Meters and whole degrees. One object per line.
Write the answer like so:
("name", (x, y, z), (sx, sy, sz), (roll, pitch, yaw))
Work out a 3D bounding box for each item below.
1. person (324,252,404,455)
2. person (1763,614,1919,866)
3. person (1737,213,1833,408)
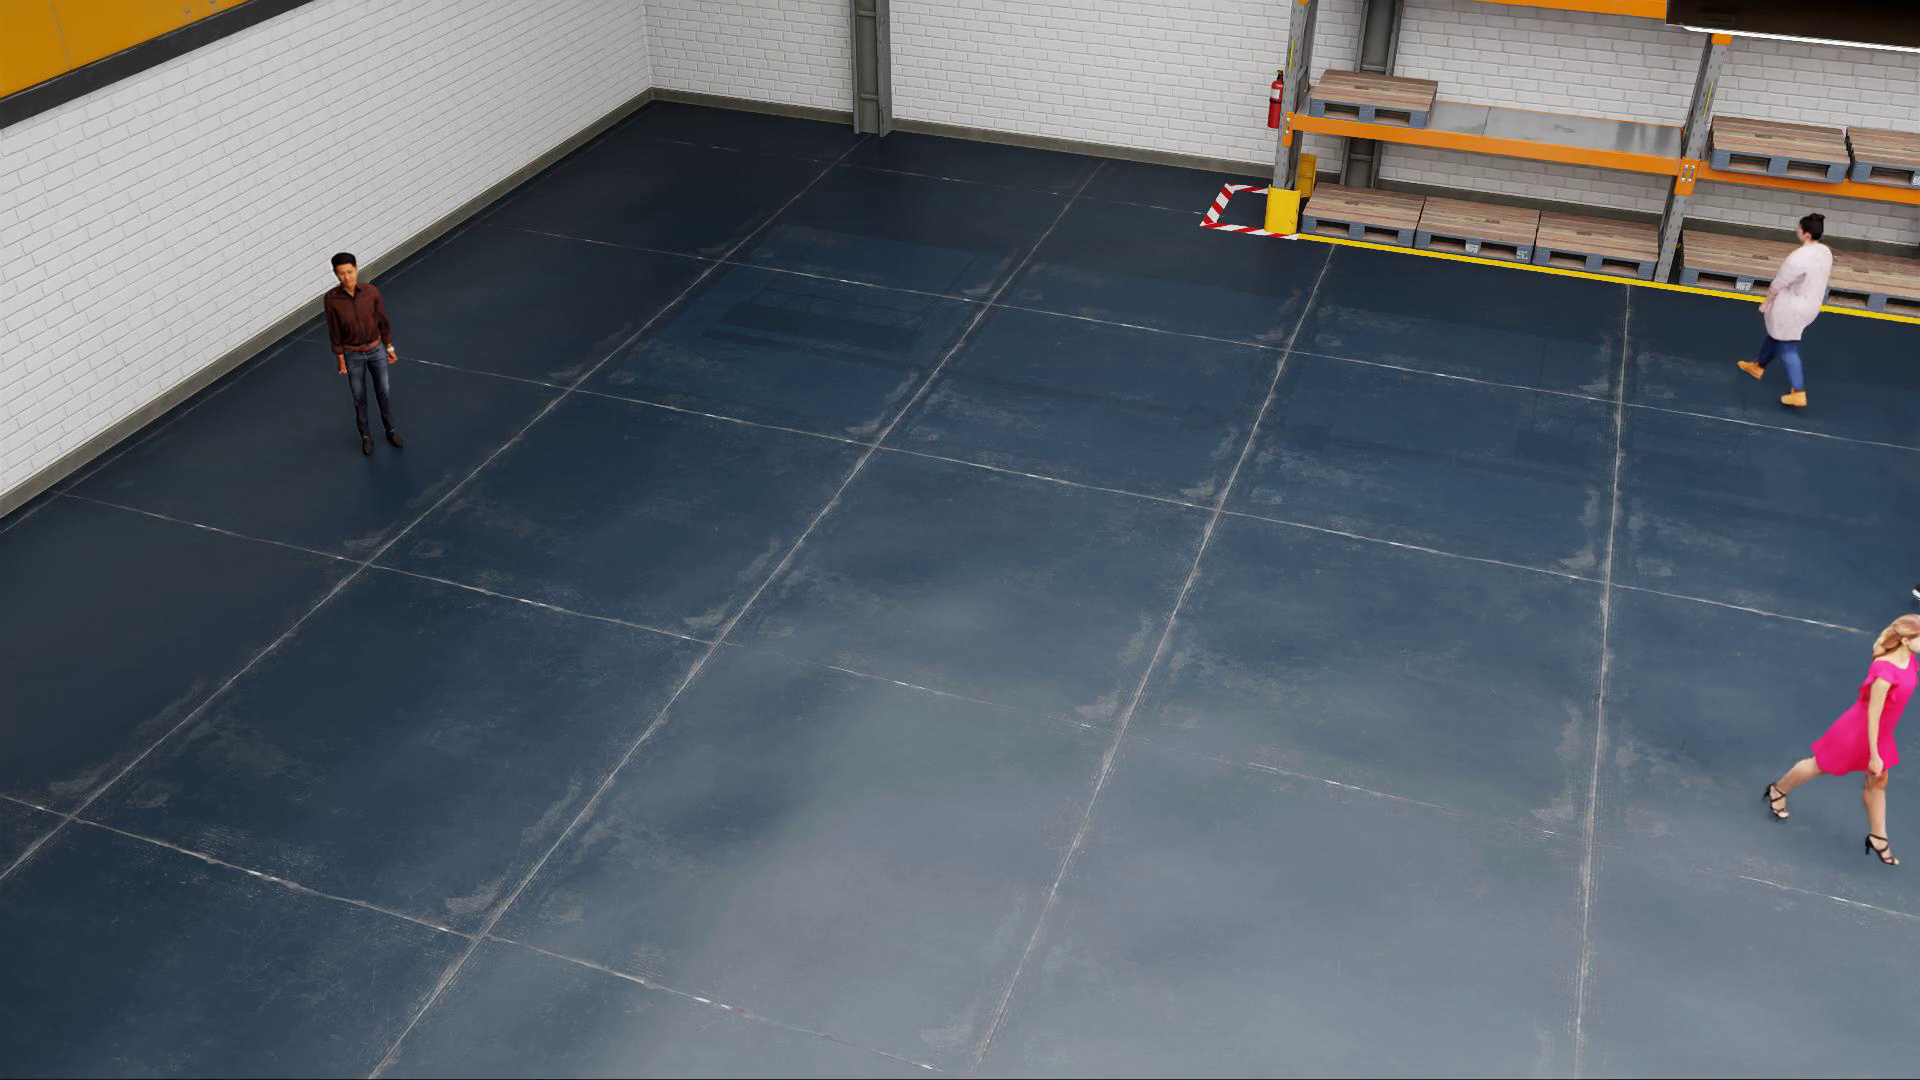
("person", (-4.967, -1.572, 13.843), (0.700, 1.781, 0.749), (-16, 37, -22))
("person", (5.271, 1.116, 9.891), (0.966, 1.678, 1.129), (-22, 39, -29))
("person", (7.347, -1.976, 14.523), (1.090, 1.700, 1.193), (-16, 37, -23))
